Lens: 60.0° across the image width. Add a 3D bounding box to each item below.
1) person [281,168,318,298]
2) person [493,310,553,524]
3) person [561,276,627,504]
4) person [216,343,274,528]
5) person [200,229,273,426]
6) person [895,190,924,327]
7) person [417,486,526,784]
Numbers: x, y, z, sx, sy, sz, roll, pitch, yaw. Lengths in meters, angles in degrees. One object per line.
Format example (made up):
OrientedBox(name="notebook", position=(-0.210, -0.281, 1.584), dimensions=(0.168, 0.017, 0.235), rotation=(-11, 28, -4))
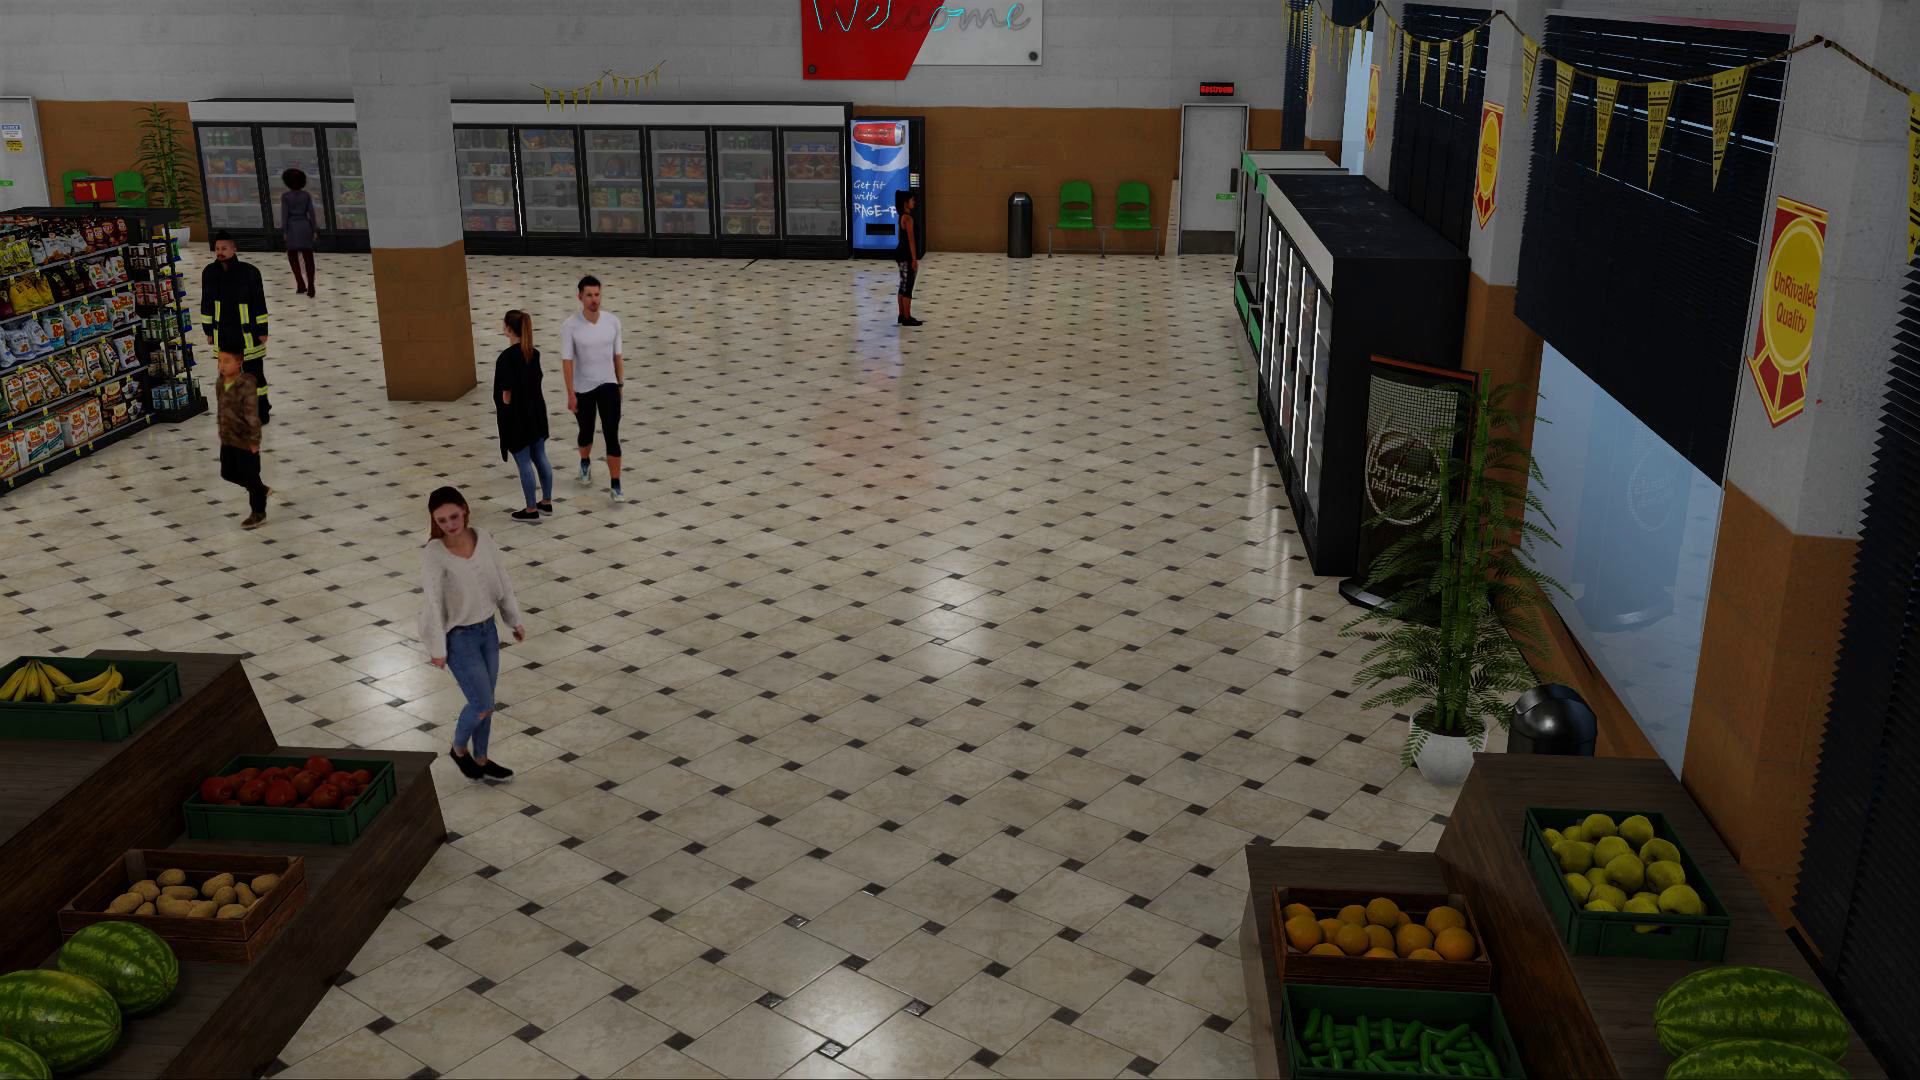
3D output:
OrientedBox(name="person", position=(-8.817, -4.088, 22.259), dimensions=(0.734, 1.698, 0.783), rotation=(-12, 22, -31))
OrientedBox(name="person", position=(-3.416, -0.976, 13.051), dimensions=(0.771, 1.683, 0.642), rotation=(10, 21, 27))
OrientedBox(name="person", position=(-3.028, -1.253, 13.677), dimensions=(1.048, 1.808, 1.336), rotation=(-7, 20, -21))
OrientedBox(name="person", position=(-5.573, -0.835, 13.008), dimensions=(0.688, 1.445, 0.753), rotation=(9, 20, 24))
OrientedBox(name="person", position=(-6.916, -2.035, 15.914), dimensions=(0.804, 1.862, 0.748), rotation=(-2, 19, -5))
OrientedBox(name="person", position=(-0.663, -3.499, 20.573), dimensions=(0.709, 1.659, 0.577), rotation=(-6, 20, -17))
OrientedBox(name="person", position=(-2.621, 0.505, 8.672), dimensions=(0.798, 1.675, 0.653), rotation=(8, 20, 23))
